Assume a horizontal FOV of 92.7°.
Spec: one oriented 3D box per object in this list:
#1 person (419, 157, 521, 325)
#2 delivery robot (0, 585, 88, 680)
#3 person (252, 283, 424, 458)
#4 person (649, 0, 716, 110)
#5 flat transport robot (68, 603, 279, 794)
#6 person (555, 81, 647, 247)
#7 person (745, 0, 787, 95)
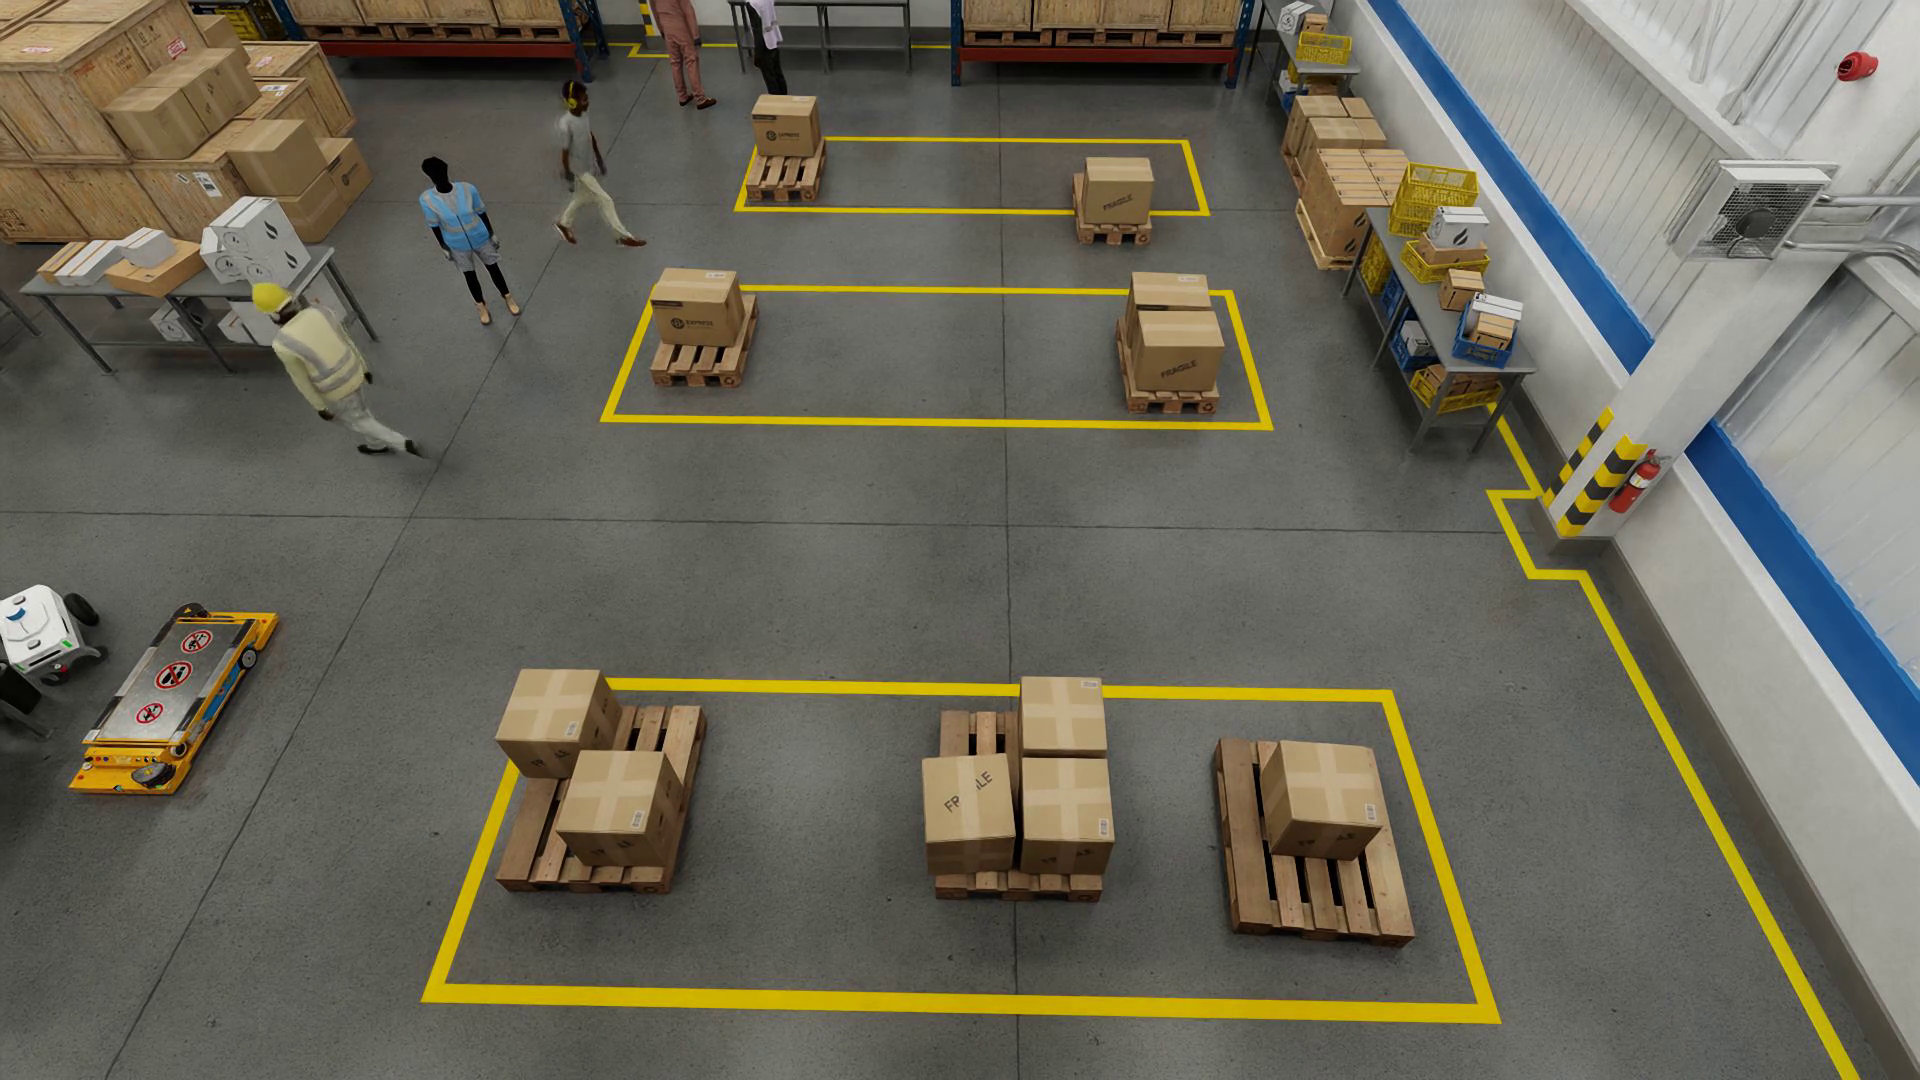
[{"bbox_3d":[-4.750,-2.883,8.859,0.541,1.696,0.316,-25,54,-20],"label":"person"},{"bbox_3d":[-6.599,0.648,6.557,0.477,0.478,0.707,-35,58,-26],"label":"delivery robot"},{"bbox_3d":[-4.997,-1.290,7.451,0.702,1.796,0.598,7,50,6],"label":"person"},{"bbox_3d":[-3.628,-6.608,11.877,0.651,1.907,0.409,20,53,16],"label":"person"},{"bbox_3d":[-5.504,1.072,6.442,0.652,0.197,1.431,1,50,1],"label":"flat transport robot"},{"bbox_3d":[-4.058,-3.958,9.716,0.978,1.801,0.535,4,50,3],"label":"person"},{"bbox_3d":[-2.439,-6.248,11.569,0.389,1.911,0.590,12,51,10],"label":"person"}]
